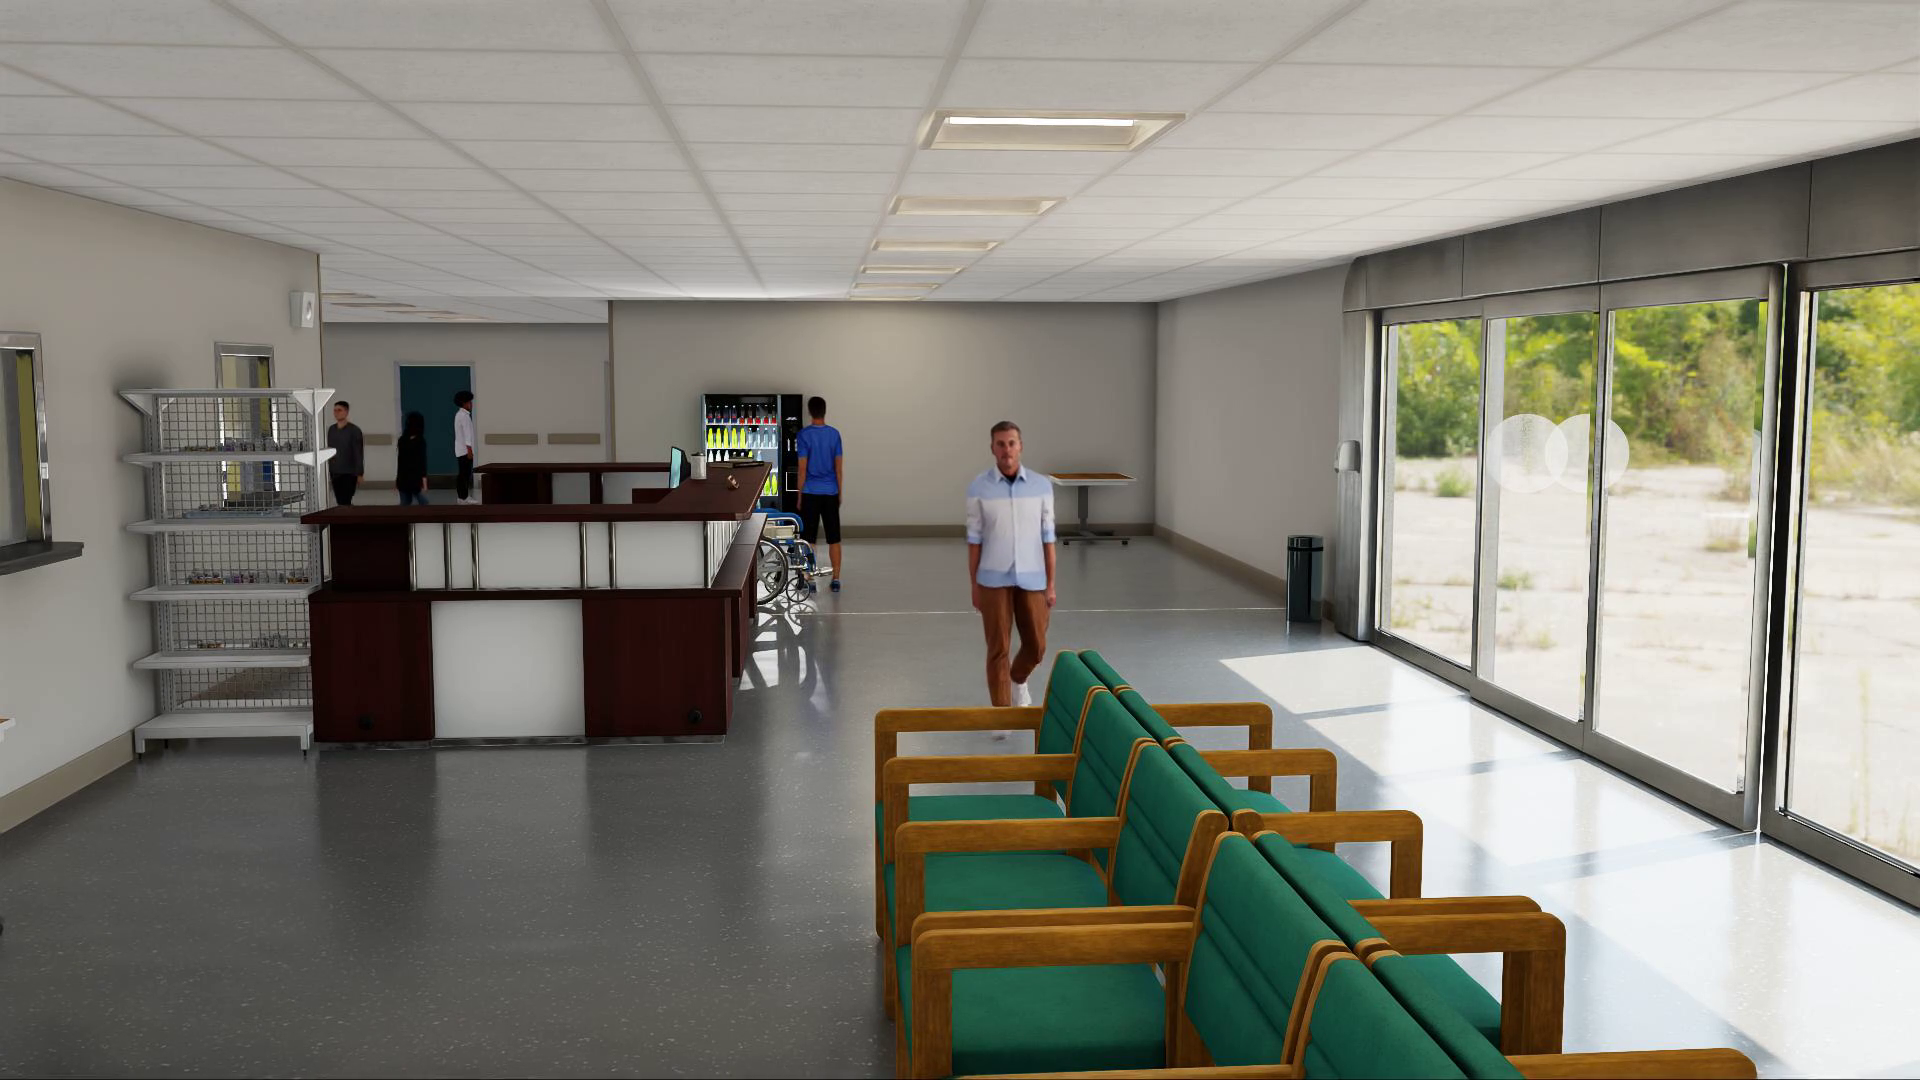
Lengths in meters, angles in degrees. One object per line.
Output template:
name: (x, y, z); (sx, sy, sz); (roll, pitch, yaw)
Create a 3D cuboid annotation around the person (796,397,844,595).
person: (-1.336, -0.435, 15.890); (0.594, 1.867, 0.734); (-2, 6, -22)

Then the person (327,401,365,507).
person: (-7.286, -0.766, 19.818); (0.861, 1.741, 0.858); (2, 6, 18)

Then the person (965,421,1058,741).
person: (0.294, 0.225, 9.626); (0.804, 1.809, 0.737); (-1, 6, -5)

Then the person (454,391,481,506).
person: (-7.879, -1.468, 26.455); (0.681, 1.808, 0.706); (-3, 7, -28)

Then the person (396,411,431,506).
person: (-6.517, -0.693, 19.643); (0.720, 1.629, 0.749); (1, 6, 10)
